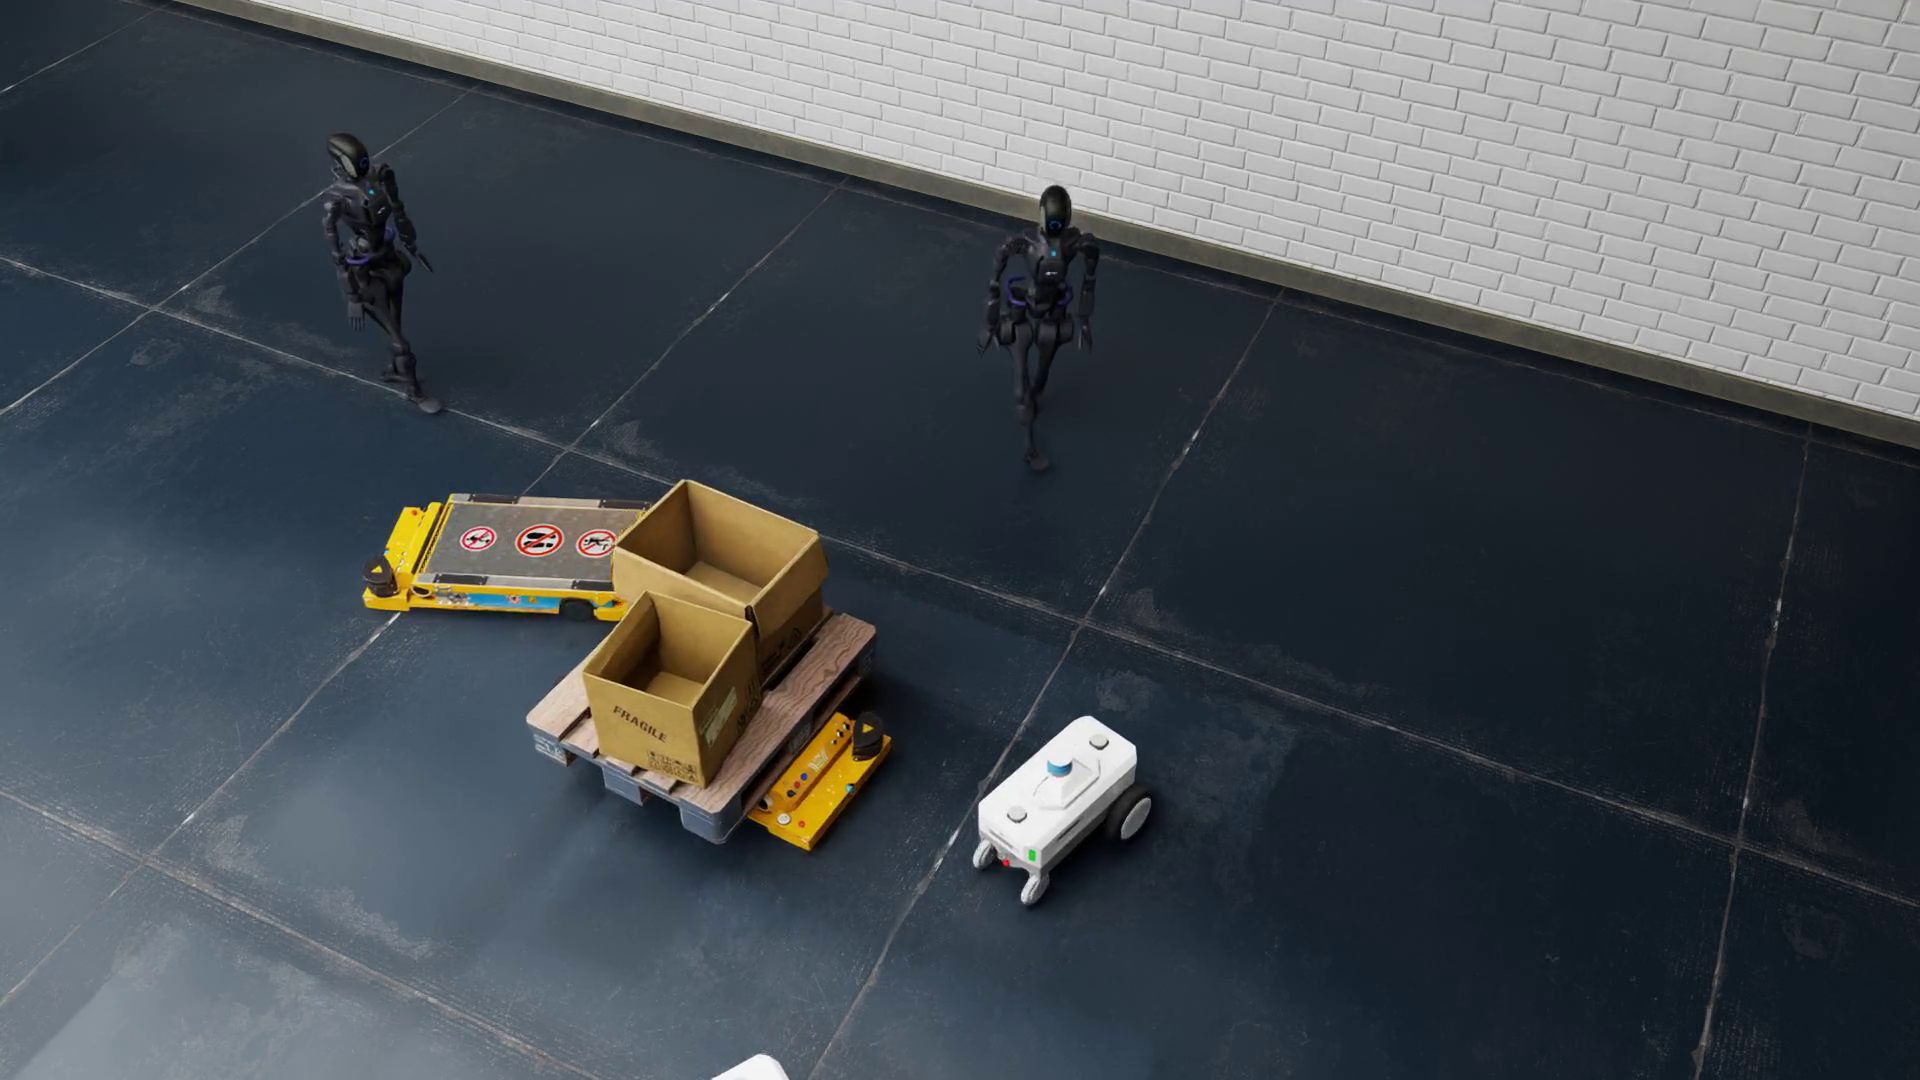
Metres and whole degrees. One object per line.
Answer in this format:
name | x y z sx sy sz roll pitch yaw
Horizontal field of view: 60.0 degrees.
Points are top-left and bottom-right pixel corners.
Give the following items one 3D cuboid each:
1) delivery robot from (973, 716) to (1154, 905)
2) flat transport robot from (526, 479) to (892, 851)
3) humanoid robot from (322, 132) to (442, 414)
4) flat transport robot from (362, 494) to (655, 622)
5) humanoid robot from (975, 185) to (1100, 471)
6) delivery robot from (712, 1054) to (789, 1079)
delivery robot | 0.415 1.080 6.891 0.499 0.610 0.814 32 52 30
flat transport robot | -1.075 0.809 7.382 1.431 0.231 0.659 22 47 22
humanoid robot | -3.046 -1.430 8.766 0.547 1.641 0.592 17 45 17
flat transport robot | -2.129 0.084 8.165 1.431 0.231 0.659 3 43 3
humanoid robot | 0.387 -1.113 8.454 0.611 1.633 0.718 -6 43 -7
delivery robot | -0.607 2.194 5.692 0.499 0.614 0.791 -23 48 -23
